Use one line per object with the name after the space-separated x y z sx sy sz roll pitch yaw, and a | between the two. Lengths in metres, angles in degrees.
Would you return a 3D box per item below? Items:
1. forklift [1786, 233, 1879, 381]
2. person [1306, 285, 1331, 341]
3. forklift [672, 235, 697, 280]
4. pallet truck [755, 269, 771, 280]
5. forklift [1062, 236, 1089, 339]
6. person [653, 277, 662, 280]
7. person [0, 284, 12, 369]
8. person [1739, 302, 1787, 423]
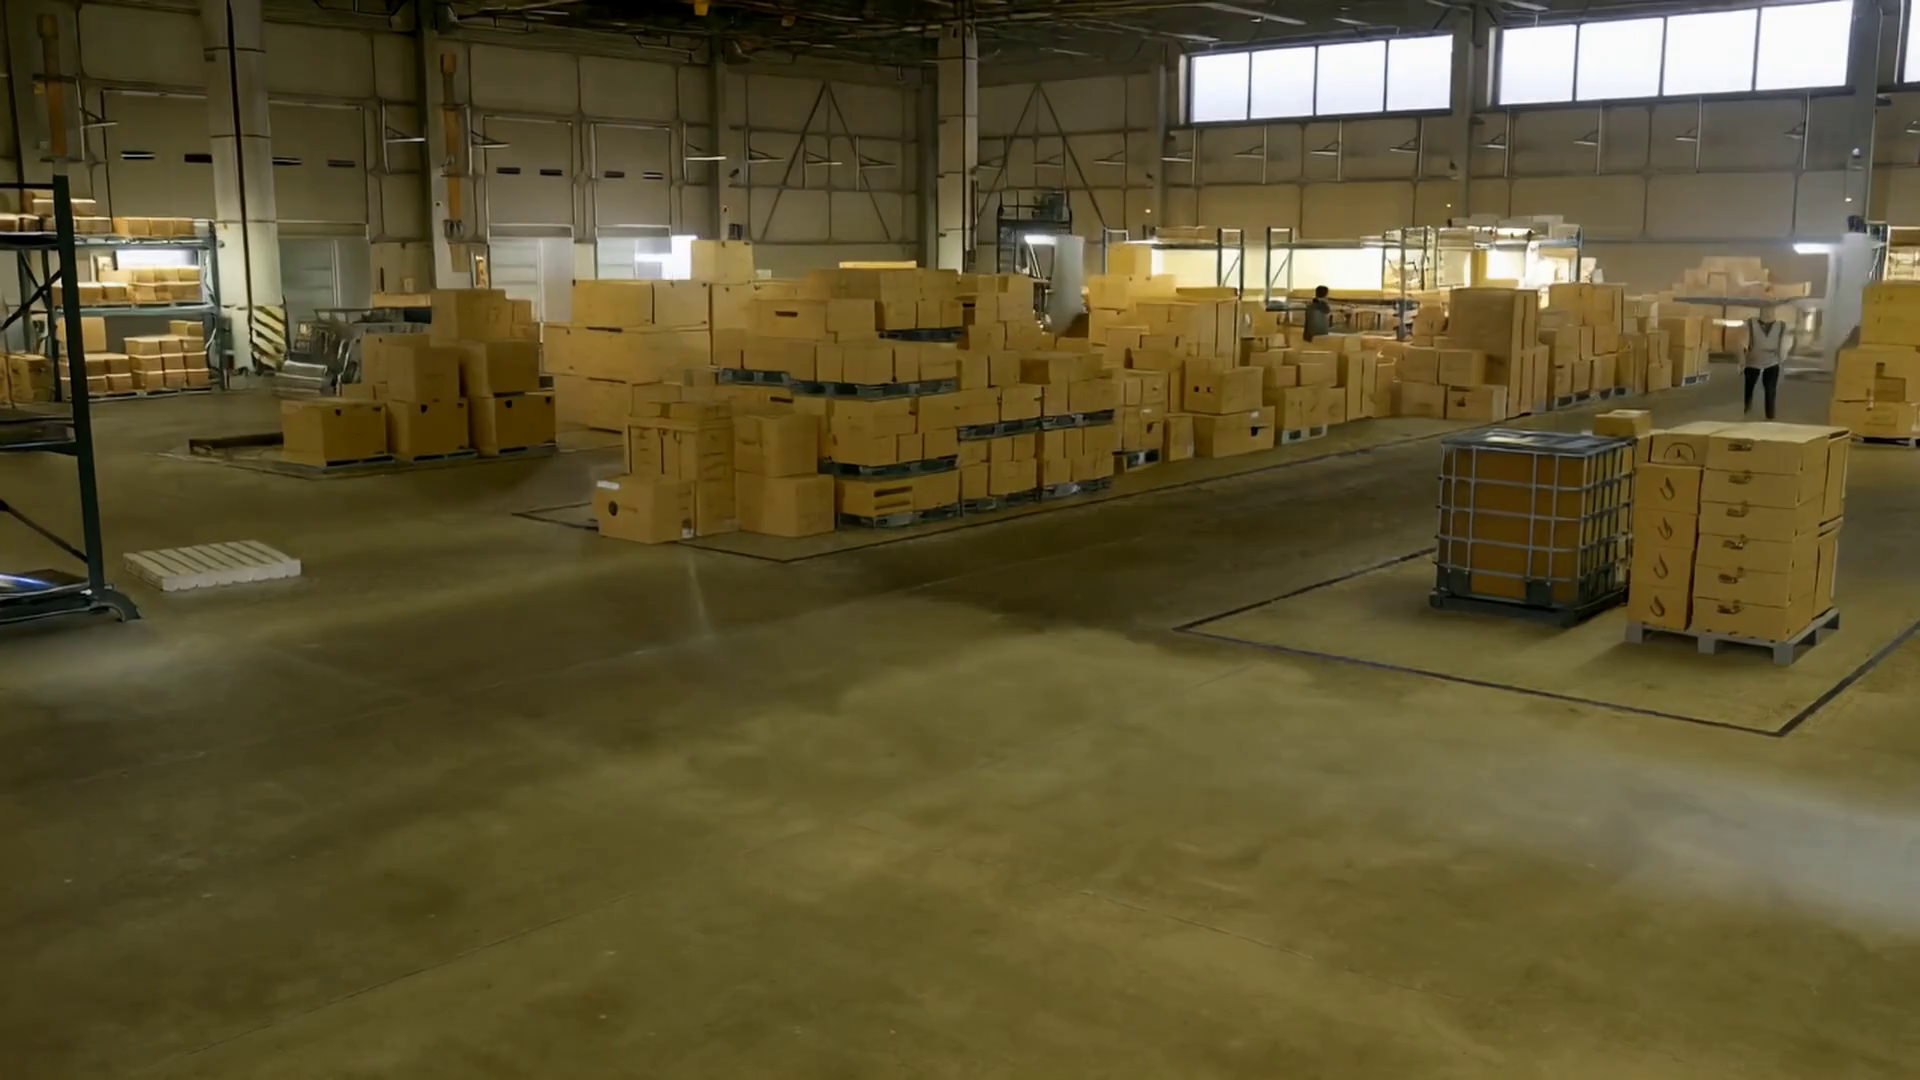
16.779 -4.358 31.202 1.873 2.768 1.129 8 13 40 | forklift
6.100 -3.373 28.321 0.379 1.930 0.624 9 13 42 | person
-6.103 -5.366 36.943 1.873 2.768 1.129 0 10 1 | forklift
-4.996 -6.432 45.525 1.885 1.965 0.823 -6 12 -32 | pallet truck
2.616 -5.613 38.351 1.873 2.768 1.129 2 10 14 | forklift
-6.518 -4.725 36.017 0.634 1.930 0.384 -5 11 -25 | person
-18.190 -3.936 31.516 0.371 1.927 0.588 -3 11 -19 | person
11.441 -2.497 23.734 0.627 1.794 0.976 3 10 16 | person
